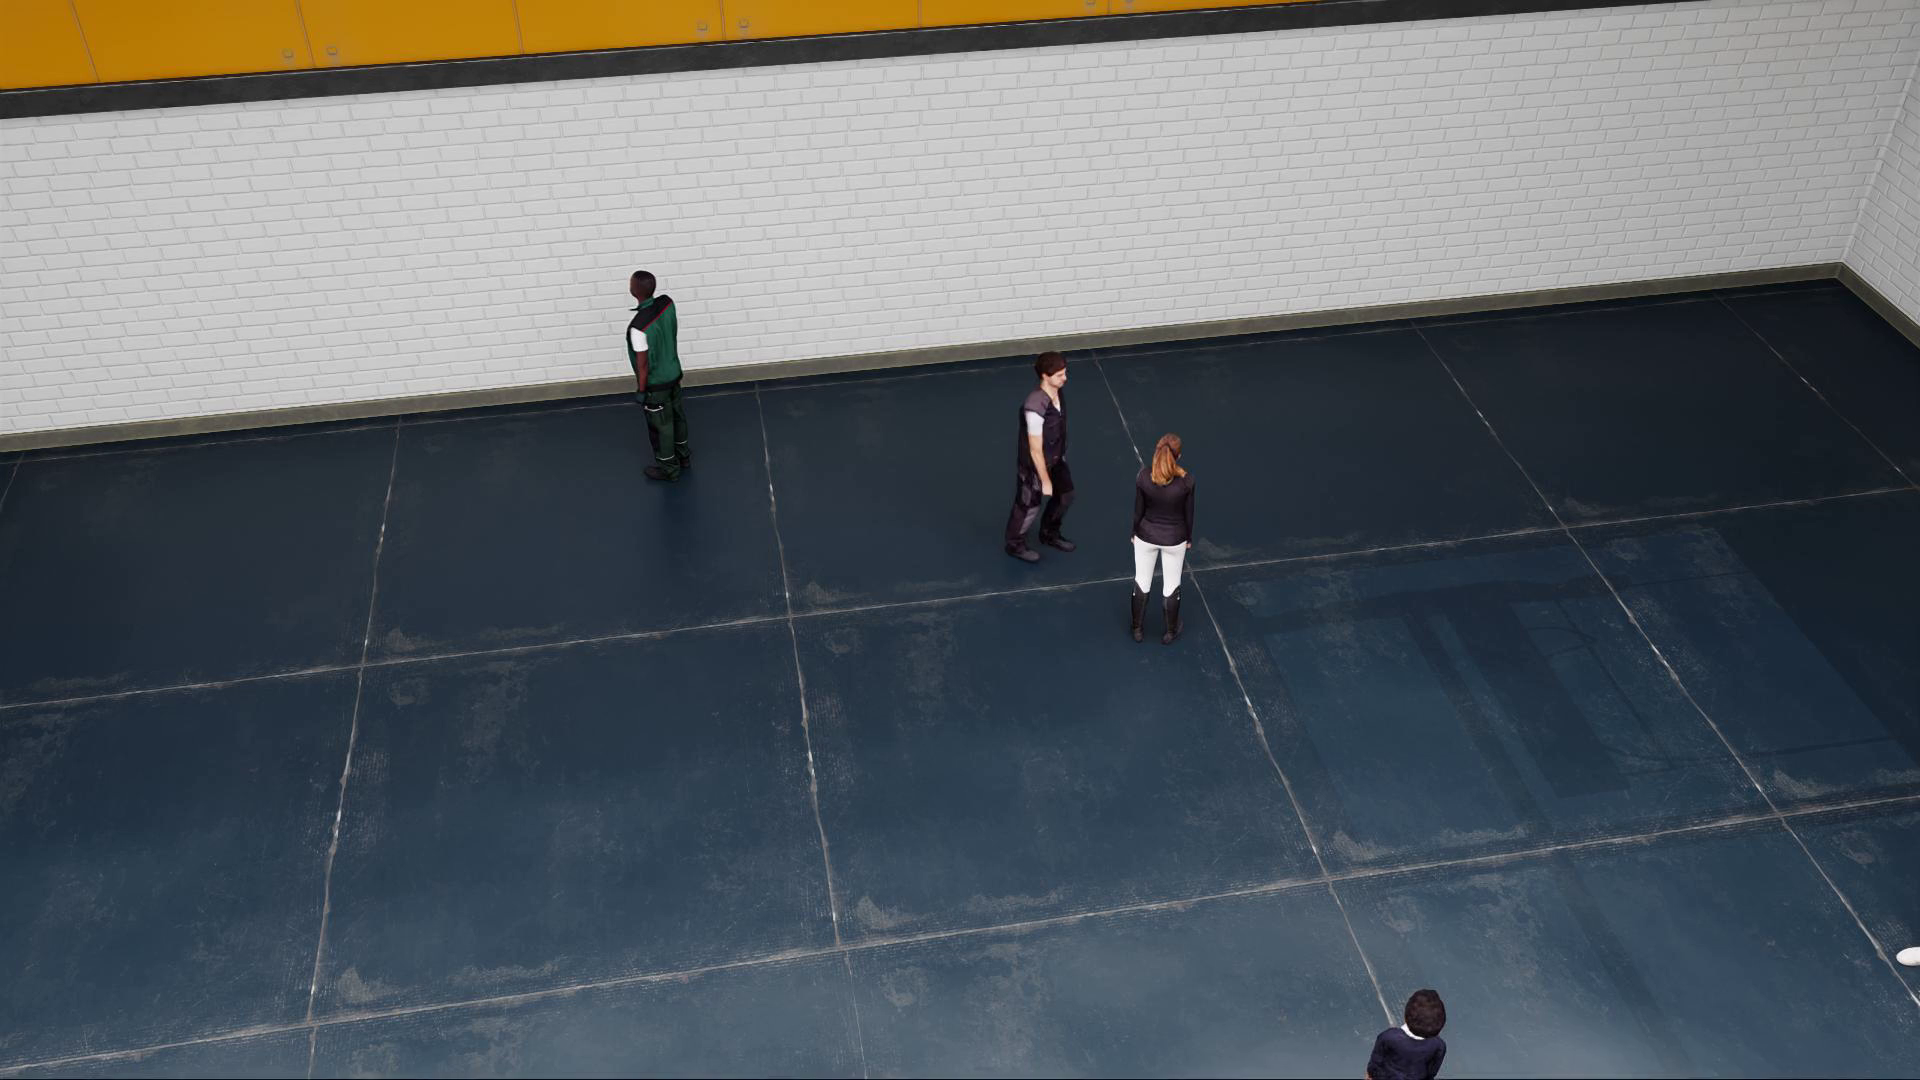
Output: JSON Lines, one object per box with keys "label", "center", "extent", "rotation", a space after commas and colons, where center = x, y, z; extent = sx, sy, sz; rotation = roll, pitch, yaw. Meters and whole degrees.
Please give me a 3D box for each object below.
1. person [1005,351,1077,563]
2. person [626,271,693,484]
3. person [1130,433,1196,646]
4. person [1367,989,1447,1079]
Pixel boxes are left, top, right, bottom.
{"label": "person", "center": [0.491, -0.616, 12.044], "extent": [0.958, 1.827, 0.878], "rotation": [15, 41, 18]}
{"label": "person", "center": [-2.325, -1.267, 12.850], "extent": [0.849, 1.839, 0.751], "rotation": [16, 41, 19]}
{"label": "person", "center": [1.367, -0.003, 11.355], "extent": [0.643, 1.729, 0.647], "rotation": [7, 39, 9]}
{"label": "person", "center": [2.224, 2.722, 8.357], "extent": [0.588, 1.213, 0.794], "rotation": [1, 39, 1]}
